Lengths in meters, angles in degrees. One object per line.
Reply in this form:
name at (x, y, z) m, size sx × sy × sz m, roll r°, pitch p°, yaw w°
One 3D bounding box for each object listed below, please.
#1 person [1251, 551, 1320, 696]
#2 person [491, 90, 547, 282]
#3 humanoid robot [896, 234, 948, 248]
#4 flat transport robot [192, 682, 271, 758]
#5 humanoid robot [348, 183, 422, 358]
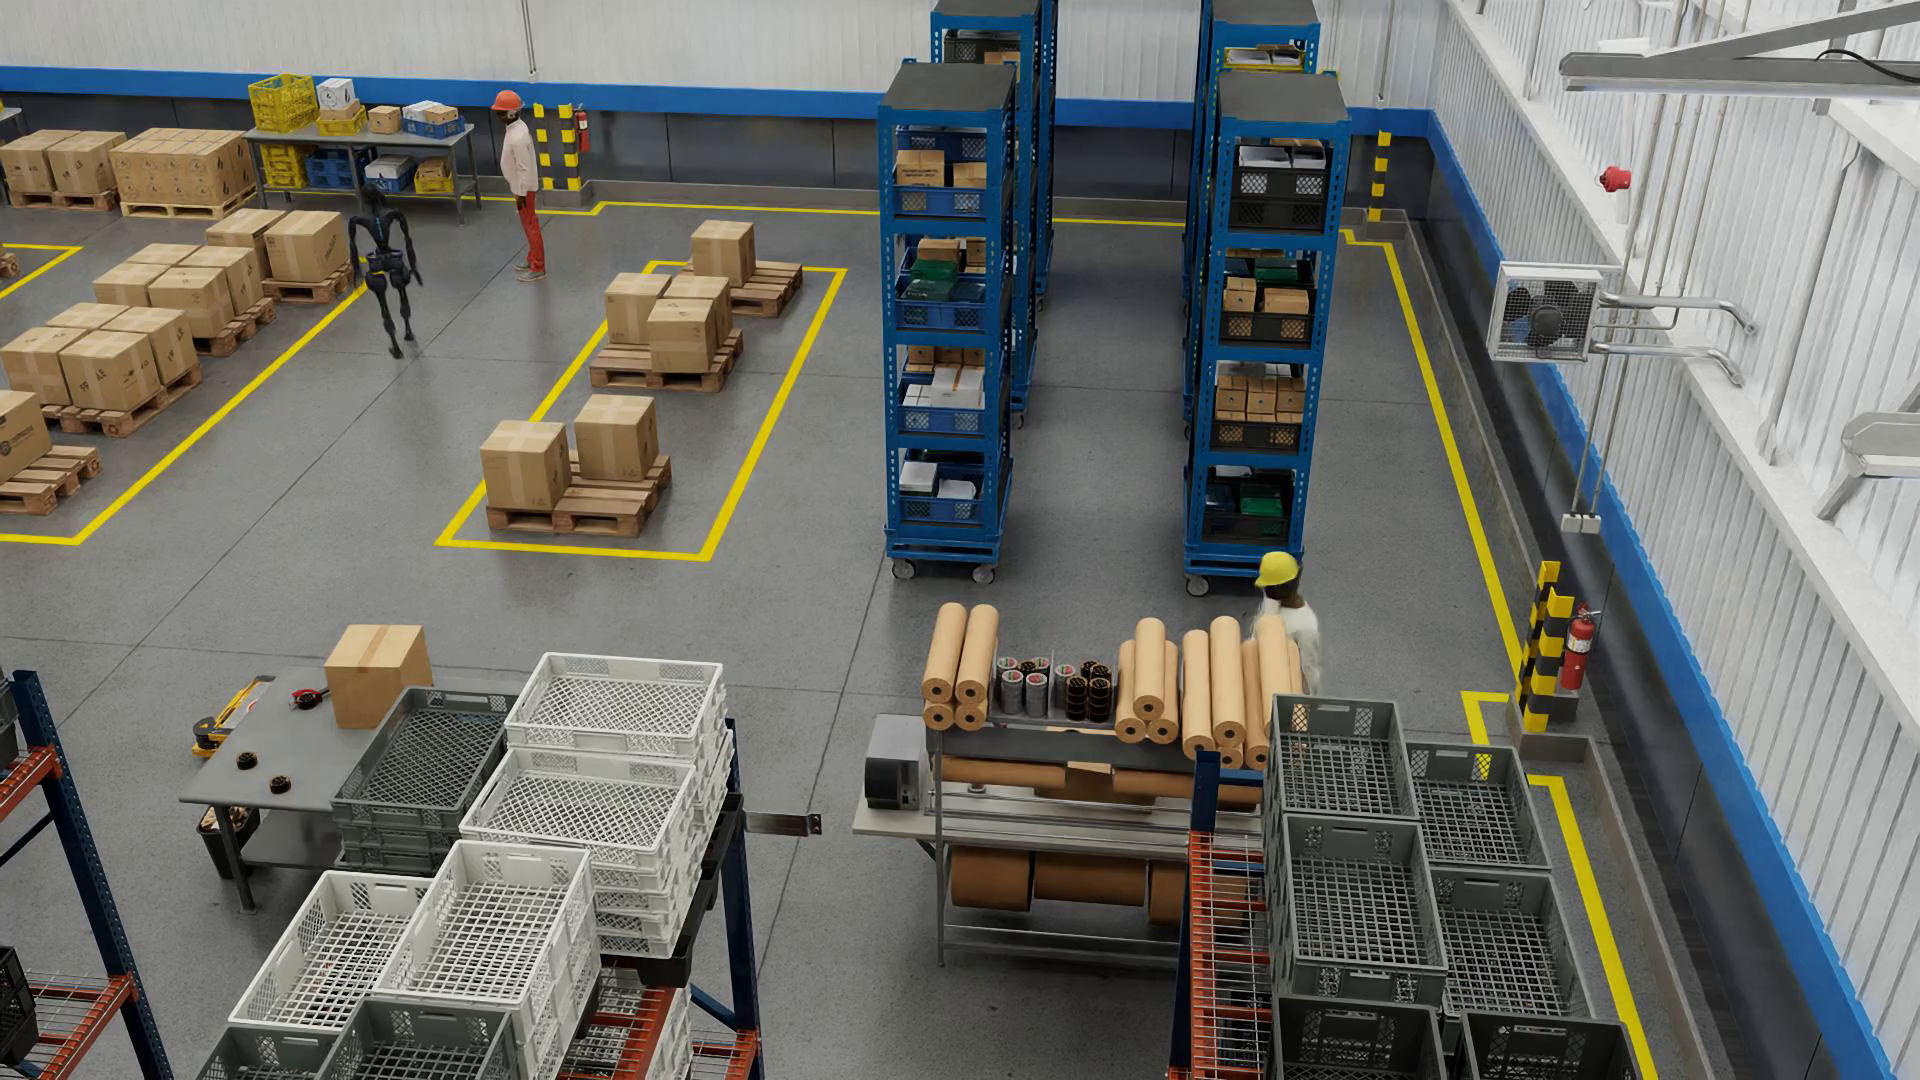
person at (1.865, 0.832, 9.788) m, size 0.354 × 1.728 × 0.598 m, roll -8°, pitch 31°, yaw -14°
person at (-4.565, -3.682, 17.283) m, size 0.377 × 1.996 × 0.612 m, roll -8°, pitch 31°, yaw -14°
humanoid robot at (-0.336, -3.162, 16.701) m, size 0.620 × 1.643 × 0.366 m, roll 5°, pitch 31°, yaw 9°
flat transport robot at (-4.089, 1.163, 10.648) m, size 1.431 × 0.197 × 0.652 m, roll 3°, pitch 30°, yaw 6°
humanoid robot at (-5.439, -2.575, 15.705) m, size 0.590 × 1.643 × 0.576 m, roll -14°, pitch 33°, yaw -22°
